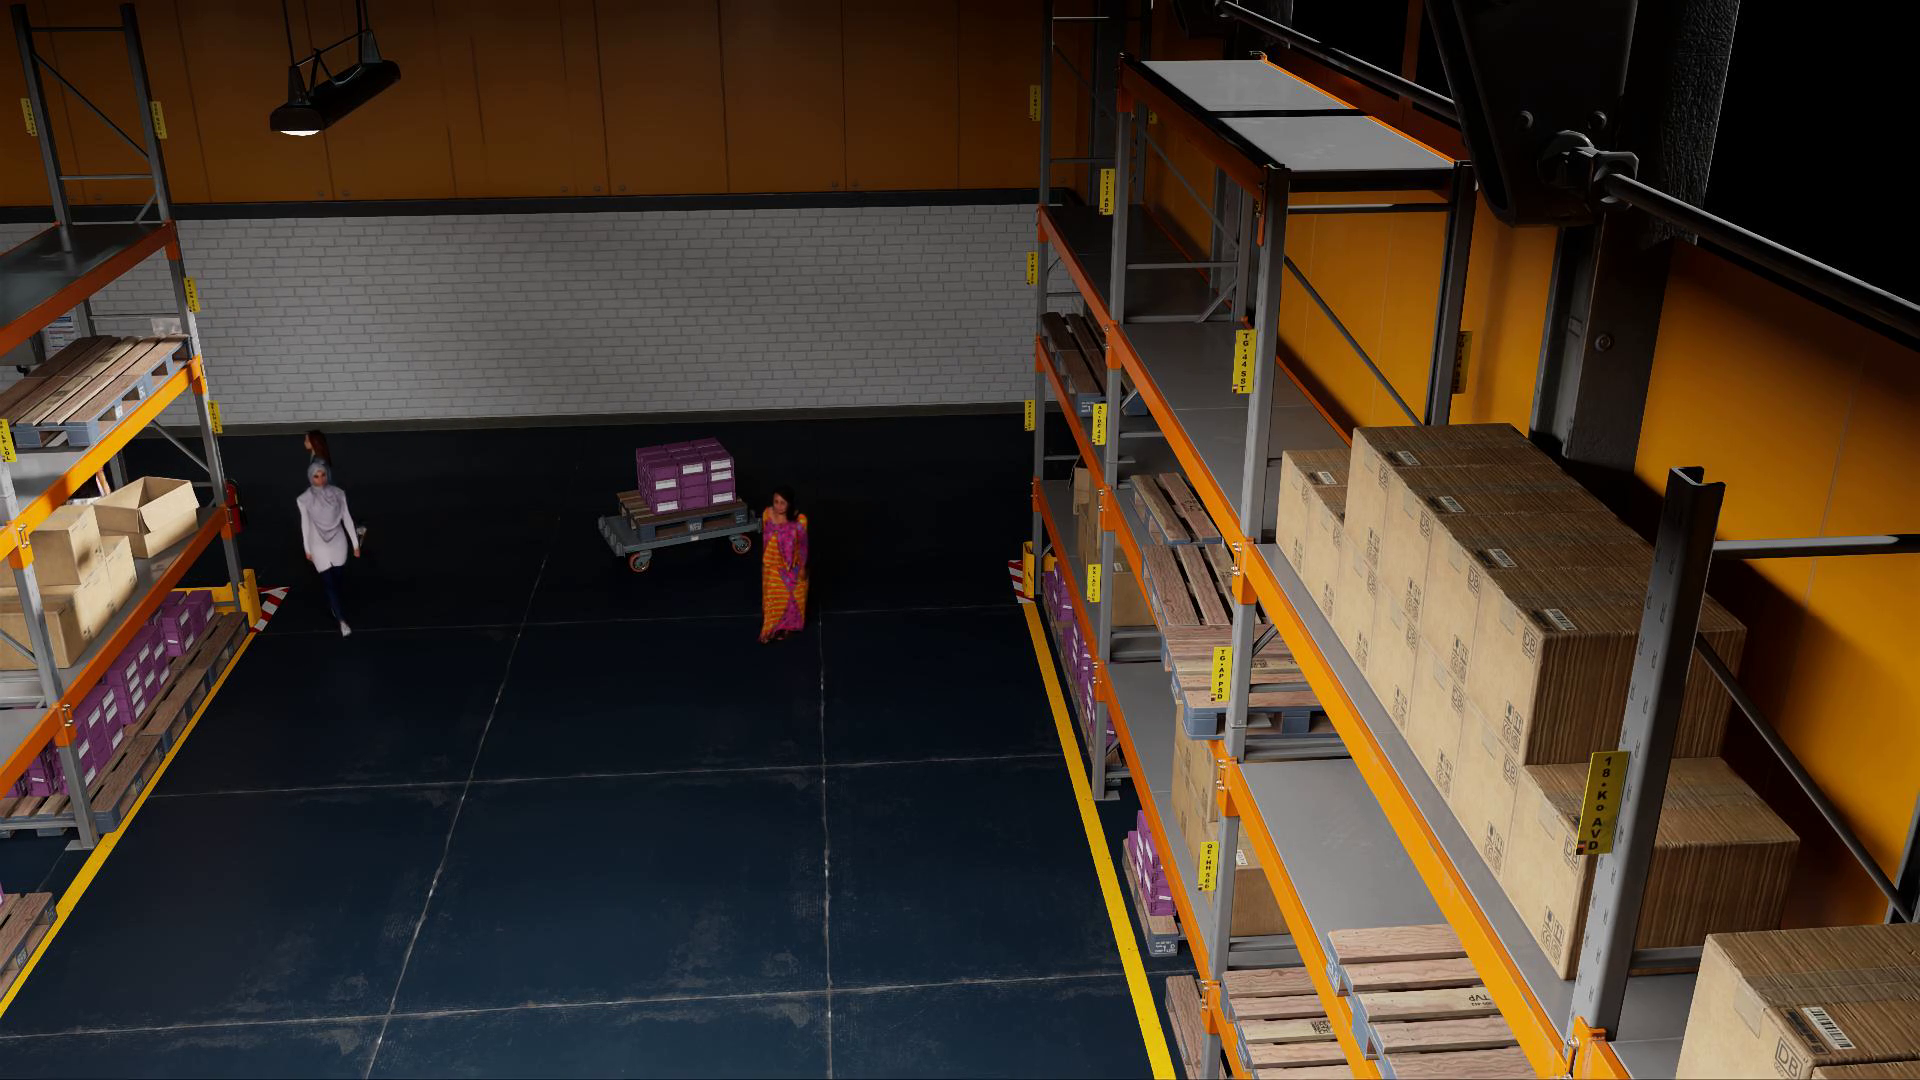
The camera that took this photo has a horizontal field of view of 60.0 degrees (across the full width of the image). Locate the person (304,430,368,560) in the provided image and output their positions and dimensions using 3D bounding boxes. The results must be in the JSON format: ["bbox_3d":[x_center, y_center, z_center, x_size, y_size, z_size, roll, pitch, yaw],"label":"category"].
[{"bbox_3d":[-6.857,-0.510,18.108,0.816,1.457,0.920,-11,26,-23],"label":"person"}]

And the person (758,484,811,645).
[{"bbox_3d":[-1.684,0.163,16.321,0.871,1.655,1.095,7,24,15],"label":"person"}]

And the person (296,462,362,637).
[{"bbox_3d":[-6.259,0.054,16.479,0.973,1.729,1.232,-13,27,-28],"label":"person"}]
